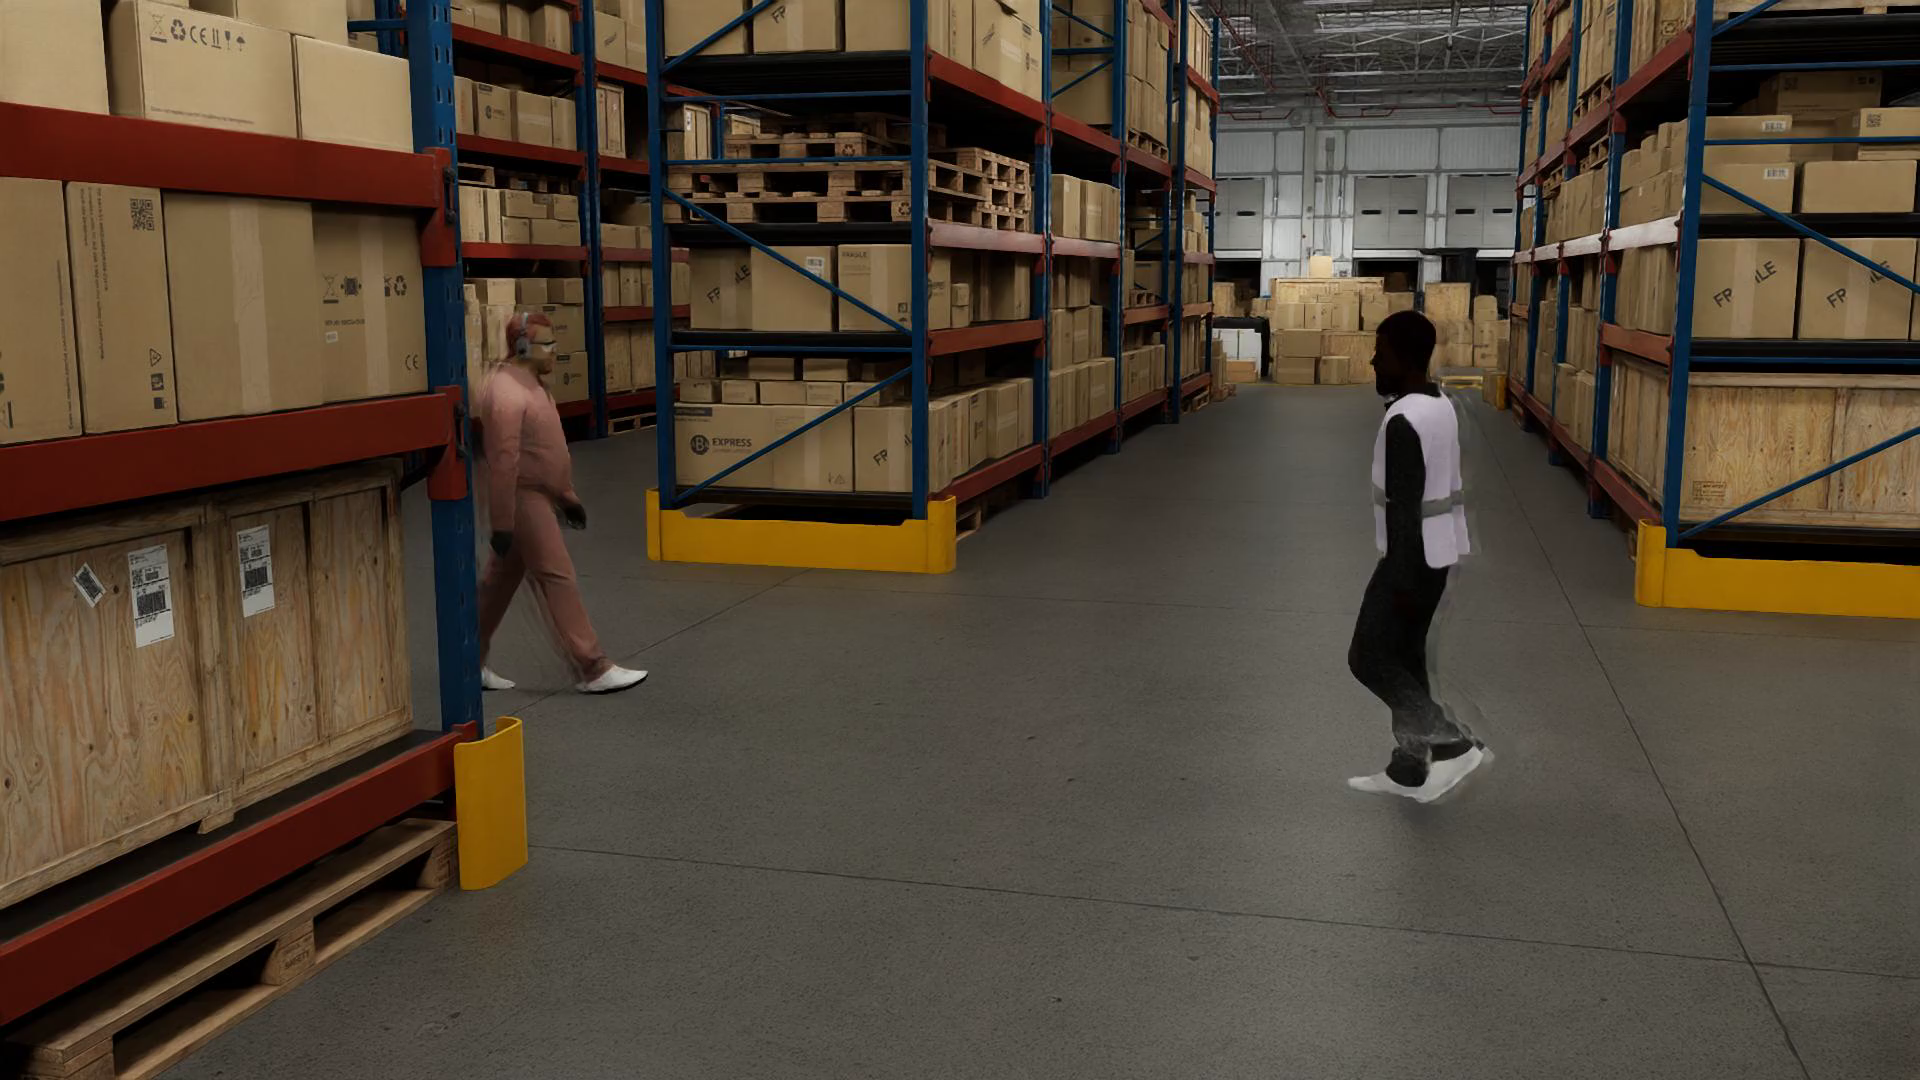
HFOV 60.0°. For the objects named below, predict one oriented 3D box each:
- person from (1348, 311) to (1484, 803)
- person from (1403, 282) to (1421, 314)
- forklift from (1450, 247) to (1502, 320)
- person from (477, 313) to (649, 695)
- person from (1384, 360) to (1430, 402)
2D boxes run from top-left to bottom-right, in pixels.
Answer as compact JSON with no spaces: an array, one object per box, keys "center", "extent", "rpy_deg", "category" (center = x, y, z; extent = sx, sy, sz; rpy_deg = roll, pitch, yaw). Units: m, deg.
[{"center":[1.737,0.081,6.372],"extent":[0.458,1.904,0.590],"rpy_deg":[5,10,29],"category":"person"},{"center":[15.064,-7.660,55.528],"extent":[0.676,1.912,0.451],"rpy_deg":[0,9,3],"category":"person"},{"center":[13.305,-6.333,44.005],"extent":[1.873,2.768,1.129],"rpy_deg":[-2,9,-10],"category":"forklift"},{"center":[-2.053,-0.162,8.047],"extent":[0.986,1.856,0.656],"rpy_deg":[-1,9,-6],"category":"person"},{"center":[4.919,-1.672,18.332],"extent":[0.523,1.636,0.311],"rpy_deg":[-1,9,-4],"category":"person"}]
